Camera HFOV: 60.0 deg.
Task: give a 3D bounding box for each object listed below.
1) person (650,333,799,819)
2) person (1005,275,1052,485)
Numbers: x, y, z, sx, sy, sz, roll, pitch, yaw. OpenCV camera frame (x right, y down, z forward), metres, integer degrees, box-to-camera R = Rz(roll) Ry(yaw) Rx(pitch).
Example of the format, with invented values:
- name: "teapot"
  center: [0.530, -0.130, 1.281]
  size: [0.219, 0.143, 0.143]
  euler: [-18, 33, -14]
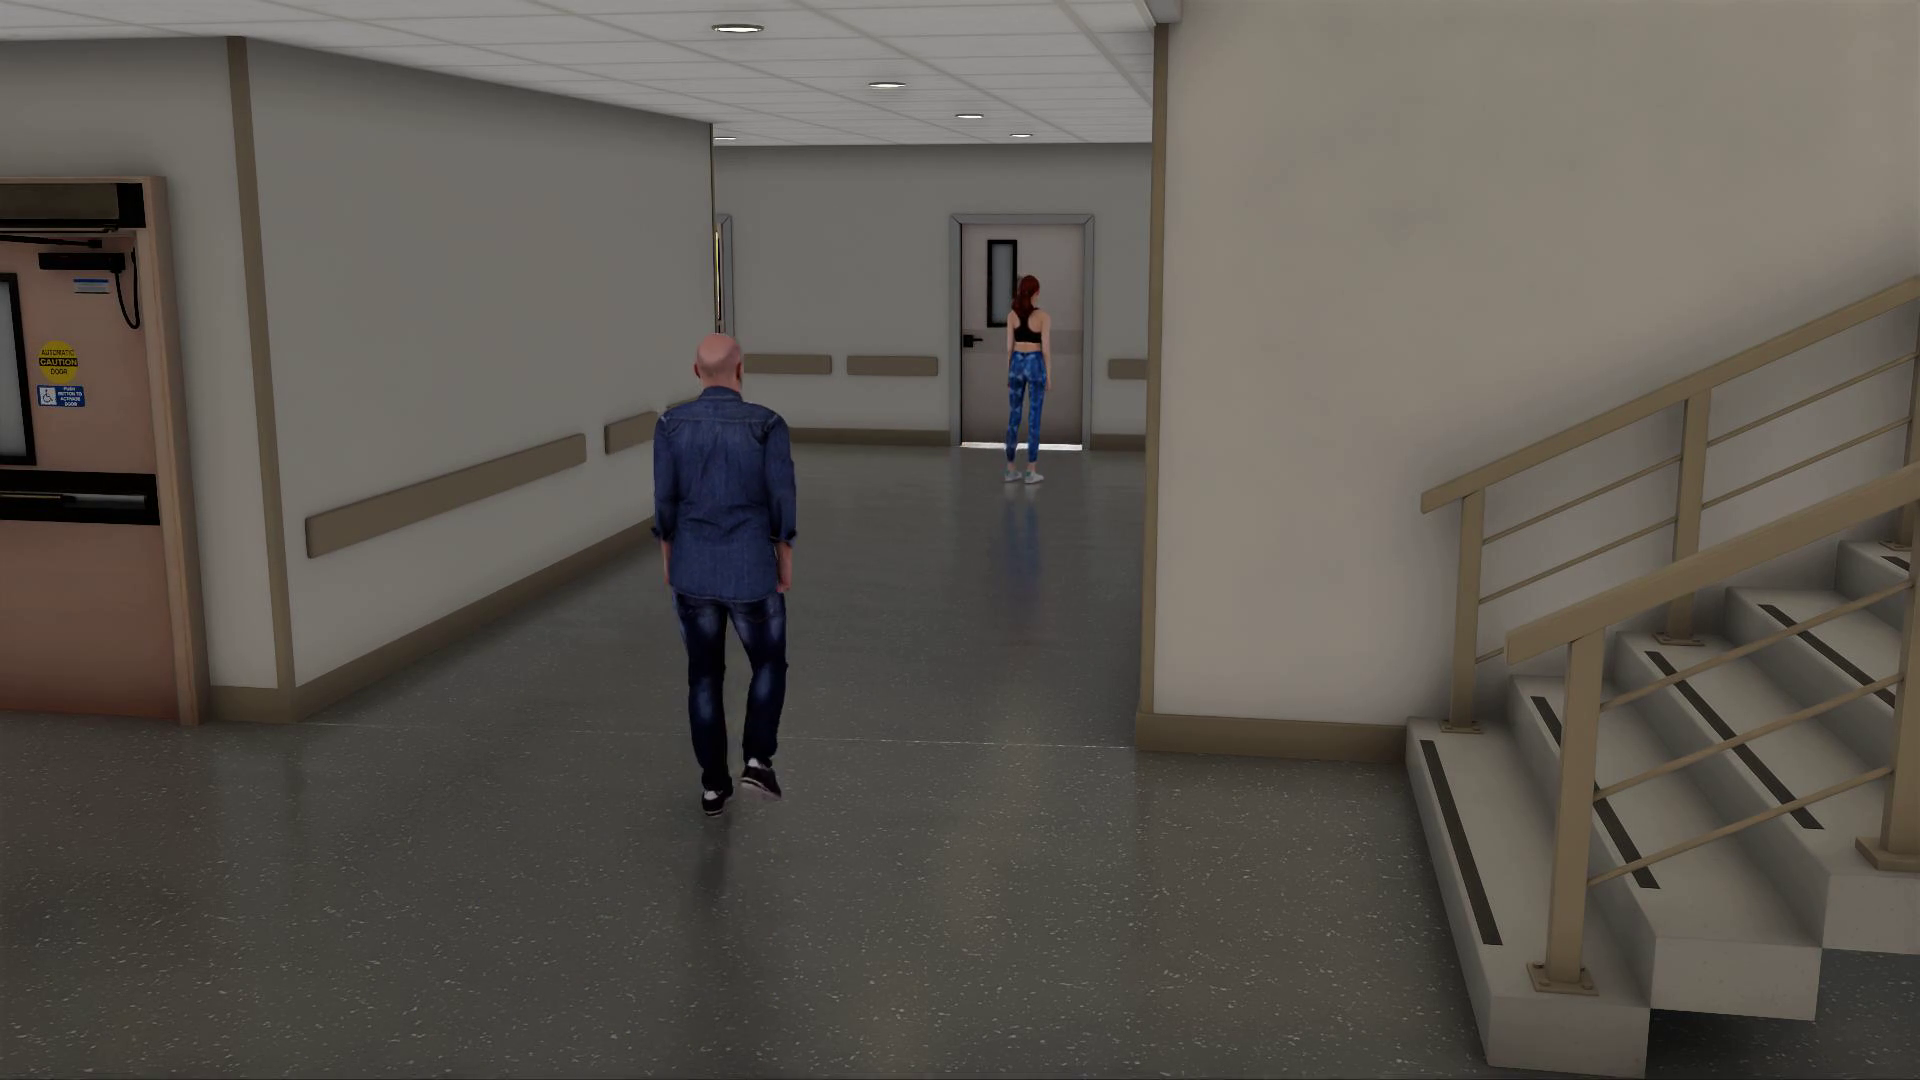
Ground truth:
- name: "person"
  center: [-0.880, 0.161, 6.132]
  size: [0.672, 1.815, 0.828]
  euler: [0, 11, 2]
- name: "person"
  center: [0.569, -1.382, 14.354]
  size: [0.554, 1.782, 0.666]
  euler: [5, 12, 23]
